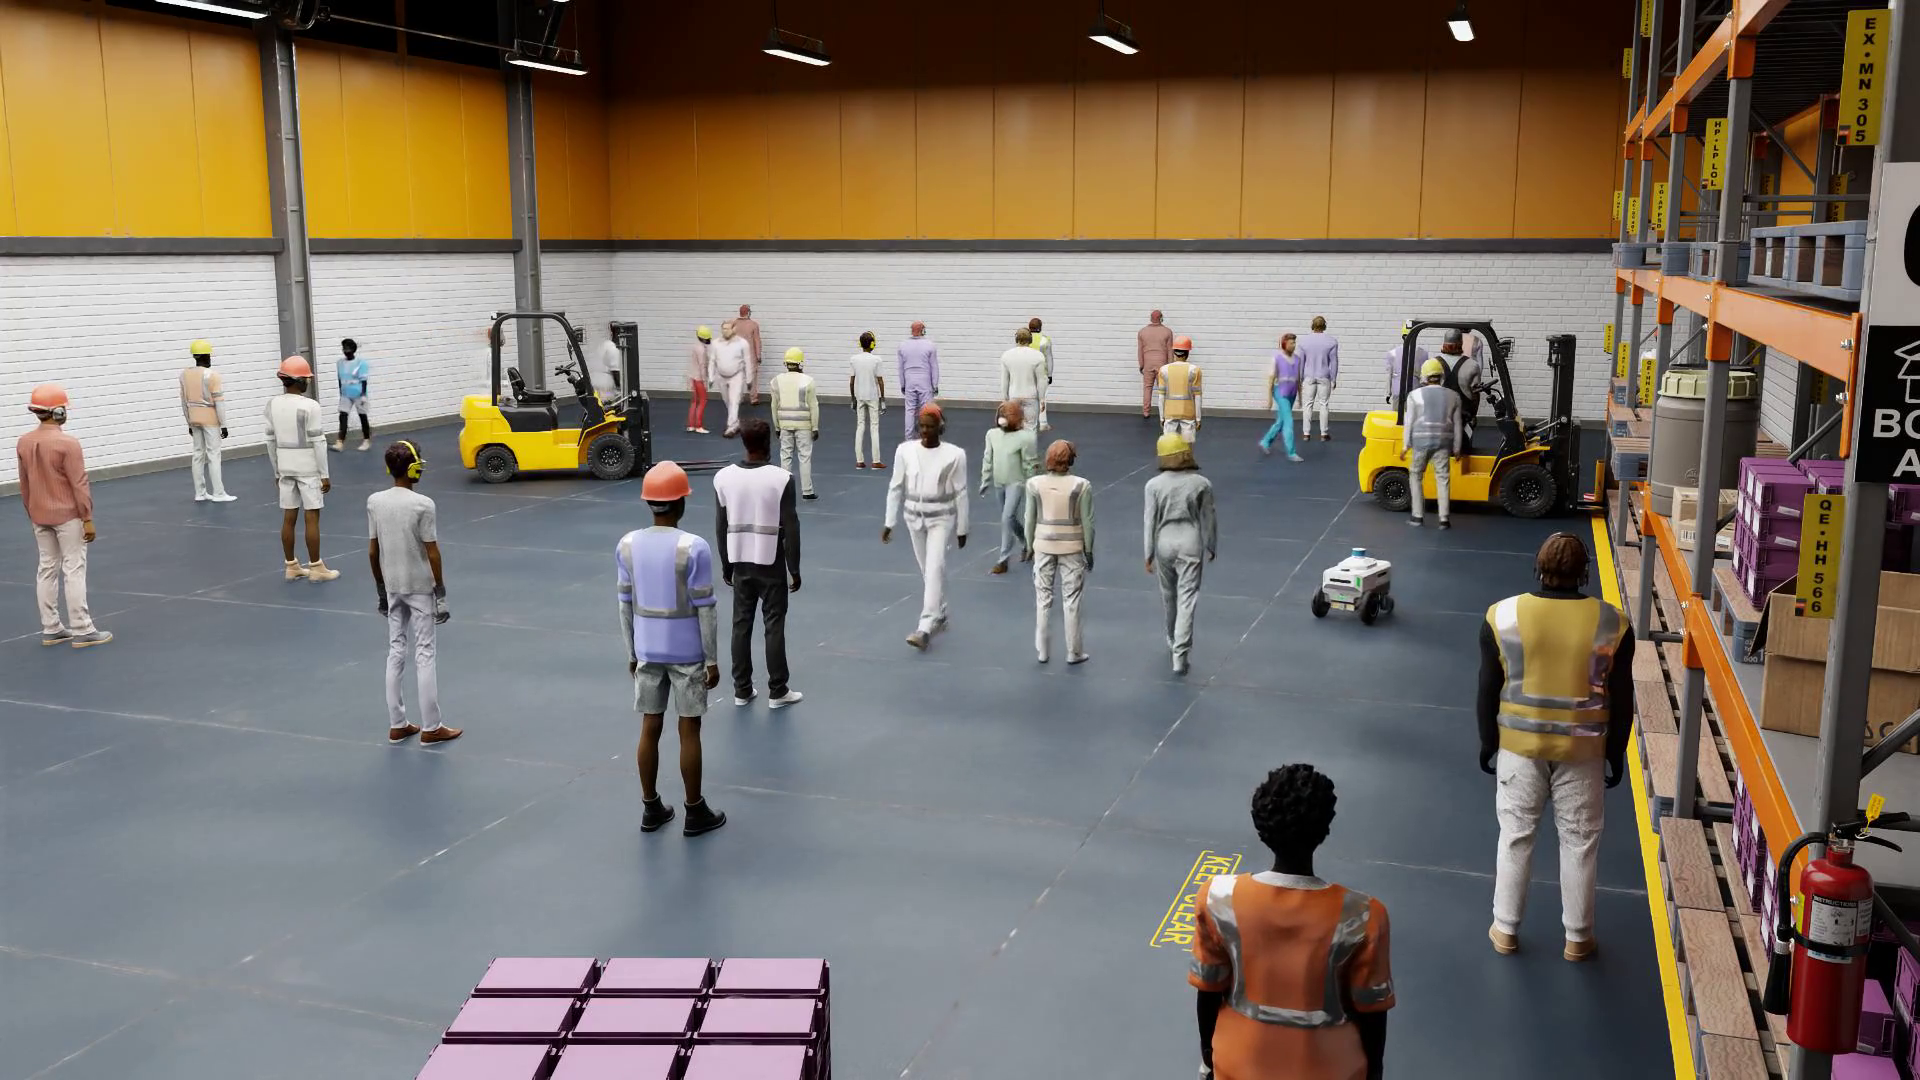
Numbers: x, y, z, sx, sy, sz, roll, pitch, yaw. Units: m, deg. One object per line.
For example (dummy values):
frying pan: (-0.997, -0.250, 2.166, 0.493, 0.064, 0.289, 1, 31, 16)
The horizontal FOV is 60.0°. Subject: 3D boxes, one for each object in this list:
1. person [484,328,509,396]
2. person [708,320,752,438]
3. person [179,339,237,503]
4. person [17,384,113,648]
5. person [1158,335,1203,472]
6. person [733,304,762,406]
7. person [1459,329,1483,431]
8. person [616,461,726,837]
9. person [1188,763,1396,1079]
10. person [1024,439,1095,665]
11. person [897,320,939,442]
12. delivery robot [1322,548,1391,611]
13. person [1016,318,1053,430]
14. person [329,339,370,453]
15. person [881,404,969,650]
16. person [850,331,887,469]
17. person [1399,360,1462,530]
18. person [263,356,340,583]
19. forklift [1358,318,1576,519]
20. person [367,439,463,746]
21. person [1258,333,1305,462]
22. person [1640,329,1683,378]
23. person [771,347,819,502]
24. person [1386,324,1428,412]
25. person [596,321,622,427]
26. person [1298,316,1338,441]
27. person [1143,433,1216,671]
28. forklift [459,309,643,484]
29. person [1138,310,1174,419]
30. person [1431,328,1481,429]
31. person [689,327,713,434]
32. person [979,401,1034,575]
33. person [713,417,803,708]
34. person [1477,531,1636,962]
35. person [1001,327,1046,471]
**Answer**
person: (-6.556, -2.066, 23.517, 0.447, 1.871, 0.595, -3, 11, -19)
person: (-3.655, -2.565, 26.408, 0.661, 1.857, 1.013, 3, 10, 14)
person: (-8.888, -1.399, 19.610, 0.587, 1.930, 0.363, 3, 11, 19)
person: (-6.783, -0.178, 12.564, 0.619, 1.994, 0.392, 3, 11, 19)
person: (2.692, -1.527, 20.310, 0.545, 1.938, 0.360, 3, 11, 19)
person: (-4.037, -3.495, 31.470, 0.641, 1.913, 0.408, 3, 11, 19)
person: (8.171, -2.672, 27.027, 0.626, 1.846, 0.429, 3, 11, 19)
person: (-1.479, 0.560, 8.544, 0.545, 1.942, 0.353, 3, 11, 19)
person: (0.870, 1.416, 4.406, 0.535, 1.700, 0.318, 3, 11, 19)
person: (0.724, 0.093, 12.067, 0.532, 1.630, 0.317, 3, 10, 16)
person: (-0.605, -2.345, 25.018, 0.651, 1.908, 0.401, 3, 11, 19)
delivery robot: (3.249, 0.308, 13.603, 0.477, 0.478, 0.707, 7, 12, 35)
person: (1.234, -2.711, 27.249, 0.626, 1.844, 0.429, 3, 11, 19)
person: (-8.897, -2.088, 24.215, 0.557, 1.656, 0.819, 3, 10, 14)
person: (-0.251, -0.118, 12.694, 0.594, 1.830, 1.005, 4, 11, 23)
person: (-1.243, -1.885, 22.525, 0.514, 1.870, 0.328, 3, 11, 19)
person: (5.057, -1.023, 17.864, 0.672, 1.794, 0.604, 0, 10, 0)
person: (-5.923, -0.629, 14.958, 0.607, 2.044, 0.377, 3, 11, 19)
forklift: (5.787, -1.437, 19.079, 2.313, 2.155, 1.214, 3, 11, 19)
person: (-3.331, 0.319, 10.106, 0.514, 1.872, 0.328, 3, 11, 19)
person: (4.554, -2.029, 23.513, 0.576, 1.813, 0.904, -8, 13, -38)
person: (9.725, -2.029, 23.124, 0.545, 1.942, 0.353, 3, 11, 19)
person: (-1.931, -1.361, 19.658, 0.590, 1.837, 0.403, 3, 11, 19)
person: (6.350, -2.118, 23.667, 0.587, 1.927, 0.369, 3, 11, 19)
person: (-5.108, -2.268, 24.546, 0.722, 1.915, 0.637, -3, 10, -16)
person: (5.539, -2.499, 25.783, 0.630, 1.940, 0.372, 3, 11, 19)
person: (1.583, 0.067, 12.060, 0.508, 1.676, 0.938, 2, 10, 11)
forklift: (-5.354, -1.902, 21.697, 2.313, 2.155, 1.214, -2, 10, -13)
person: (3.428, -3.062, 29.047, 0.641, 1.908, 0.408, 3, 11, 19)
person: (5.962, -1.562, 20.219, 0.682, 2.000, 0.537, 3, 11, 19)
person: (-4.190, -2.581, 26.844, 0.425, 1.717, 0.679, -2, 10, -12)
person: (0.503, -0.521, 15.573, 0.491, 1.604, 0.805, 8, 13, 38)
person: (-1.320, 0.153, 10.905, 0.591, 1.919, 0.392, 3, 11, 19)
person: (2.510, 0.874, 7.060, 0.626, 1.844, 0.429, 3, 11, 19)
person: (0.858, -1.888, 22.340, 0.630, 1.940, 0.372, 3, 11, 19)
